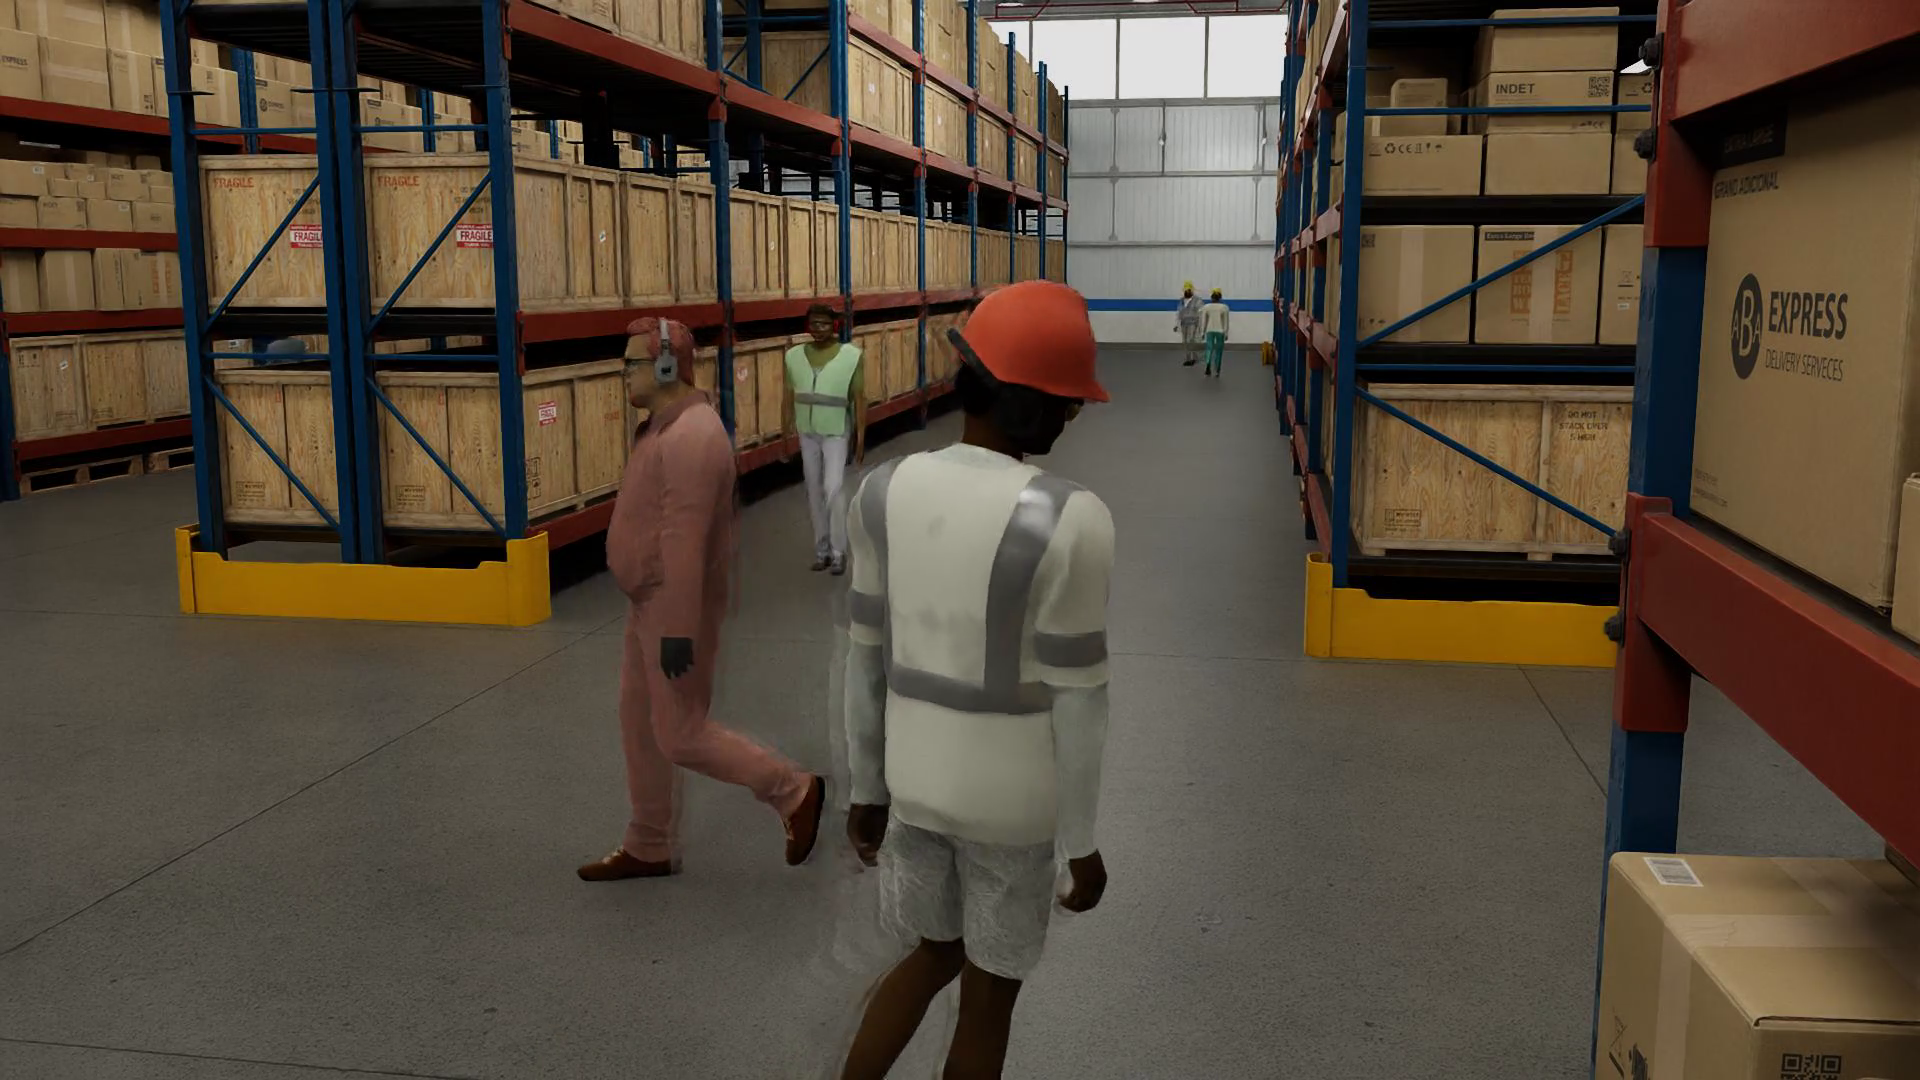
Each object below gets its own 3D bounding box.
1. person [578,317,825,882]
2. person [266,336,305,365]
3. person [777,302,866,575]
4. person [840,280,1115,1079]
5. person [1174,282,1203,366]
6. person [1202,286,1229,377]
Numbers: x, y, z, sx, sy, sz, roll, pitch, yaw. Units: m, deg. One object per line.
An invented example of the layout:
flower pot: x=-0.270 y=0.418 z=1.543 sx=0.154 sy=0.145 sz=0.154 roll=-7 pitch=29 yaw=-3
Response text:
person: x=-0.870 y=0.214 z=5.444 sx=0.728 sy=1.881 sz=0.650 roll=-3 pitch=10 yaw=-19
person: x=-6.996 y=-1.557 z=17.320 sx=0.495 sy=1.602 sz=0.537 roll=4 pitch=10 yaw=23
person: x=-0.940 y=-0.673 z=11.140 sx=0.566 sy=1.827 sz=0.574 roll=3 pitch=10 yaw=18
person: x=0.007 y=0.507 z=3.243 sx=0.607 sy=2.010 sz=0.565 roll=8 pitch=12 yaw=40
person: x=4.890 y=-4.625 z=35.684 sx=0.543 sy=1.817 sz=0.599 roll=-9 pitch=13 yaw=-43
person: x=4.921 y=-4.005 z=32.050 sx=0.525 sy=1.753 sz=0.466 roll=2 pitch=9 yaw=15
